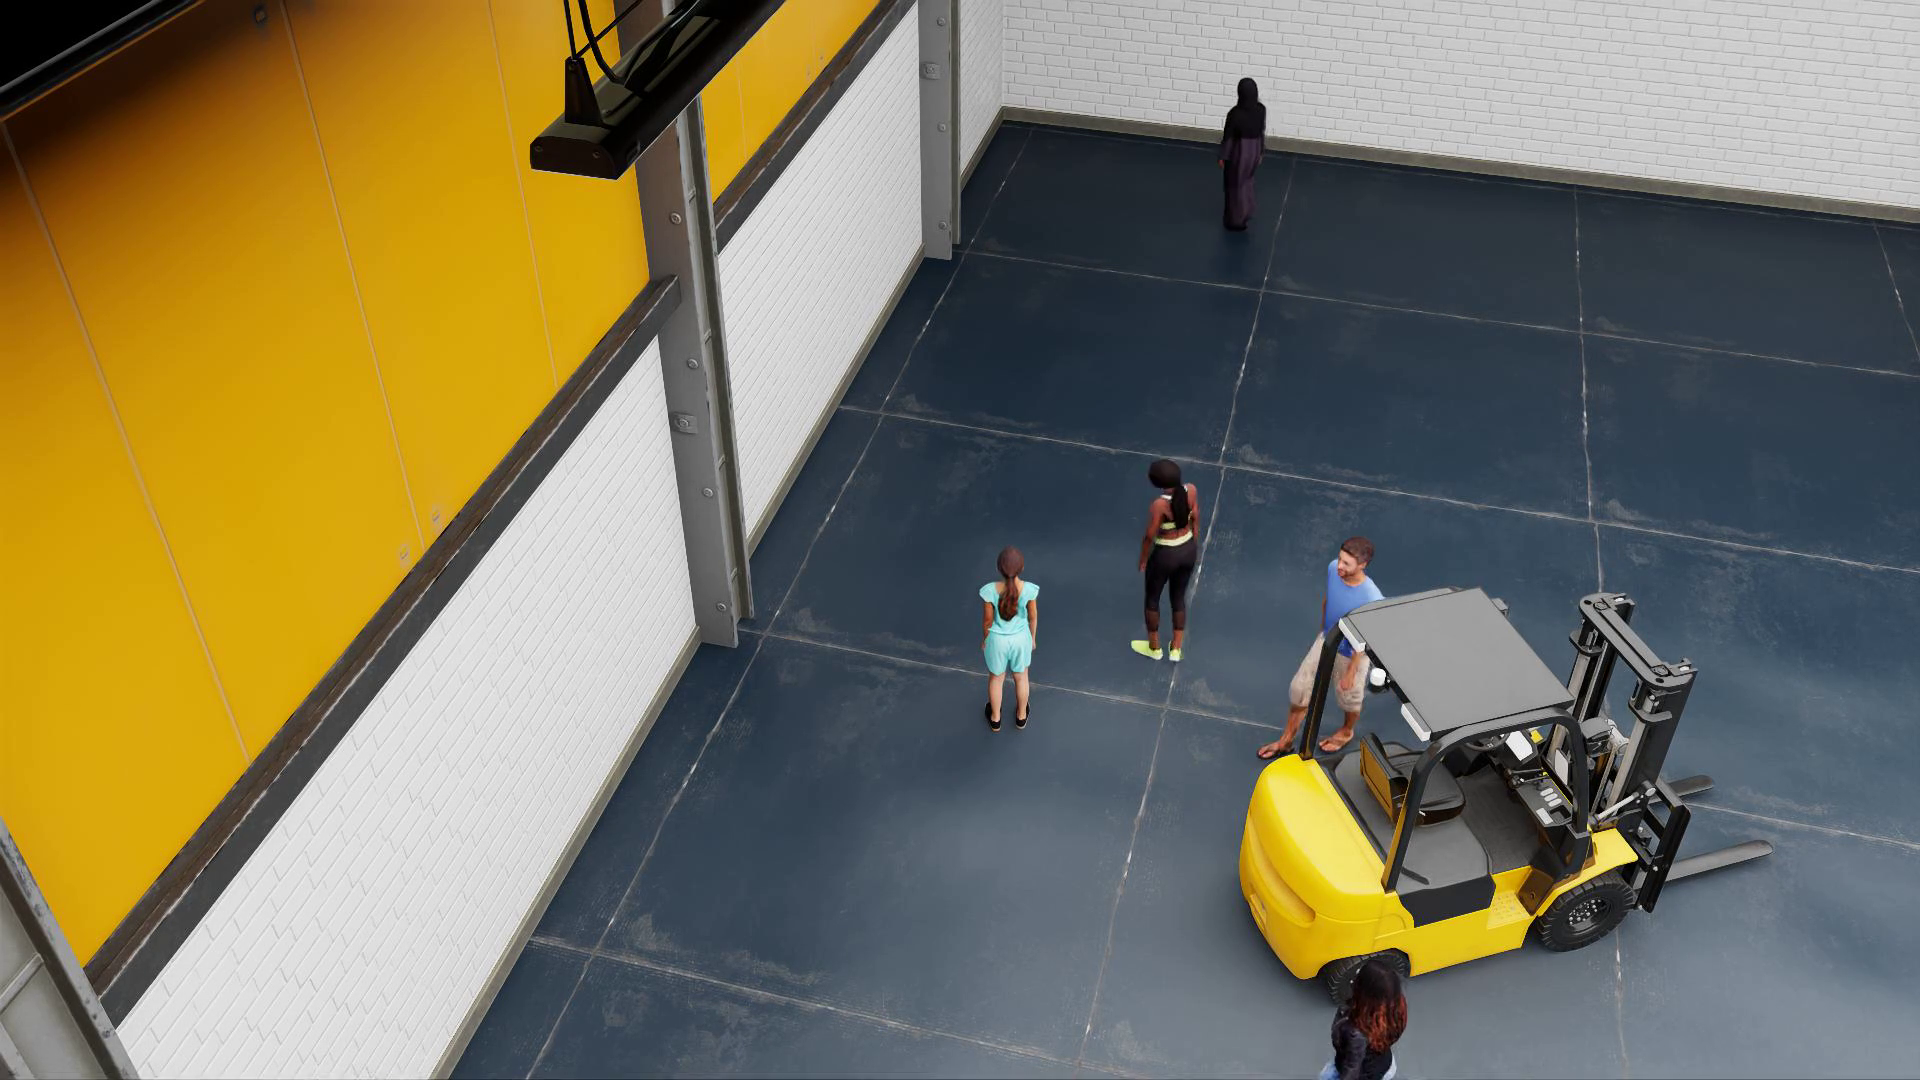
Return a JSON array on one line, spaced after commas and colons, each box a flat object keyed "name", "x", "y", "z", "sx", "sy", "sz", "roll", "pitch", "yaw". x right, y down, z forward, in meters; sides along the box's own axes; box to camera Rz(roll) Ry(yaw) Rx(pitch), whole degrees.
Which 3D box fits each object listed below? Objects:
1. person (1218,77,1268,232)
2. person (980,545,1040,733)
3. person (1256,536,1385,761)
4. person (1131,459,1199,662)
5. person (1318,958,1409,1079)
[{"name": "person", "x": 2.880, "y": -3.859, "z": 16.764, "sx": 0.801, "sy": 1.608, "sz": 0.872, "roll": -12, "pitch": 40, "yaw": -15}, {"name": "person", "x": 0.327, "y": 0.656, "z": 11.151, "sx": 0.616, "sy": 1.558, "sz": 0.634, "roll": -2, "pitch": 39, "yaw": -3}, {"name": "person", "x": 2.576, "y": 0.680, "z": 10.895, "sx": 1.088, "sy": 1.841, "sz": 1.005, "roll": -23, "pitch": 44, "yaw": -26}, {"name": "person", "x": 1.490, "y": 0.110, "z": 11.675, "sx": 0.697, "sy": 1.757, "sz": 0.734, "roll": -5, "pitch": 39, "yaw": -6}, {"name": "person", "x": 2.113, "y": 2.743, "z": 8.500, "sx": 1.044, "sy": 1.605, "sz": 1.016, "roll": -29, "pitch": 47, "yaw": -31}]
